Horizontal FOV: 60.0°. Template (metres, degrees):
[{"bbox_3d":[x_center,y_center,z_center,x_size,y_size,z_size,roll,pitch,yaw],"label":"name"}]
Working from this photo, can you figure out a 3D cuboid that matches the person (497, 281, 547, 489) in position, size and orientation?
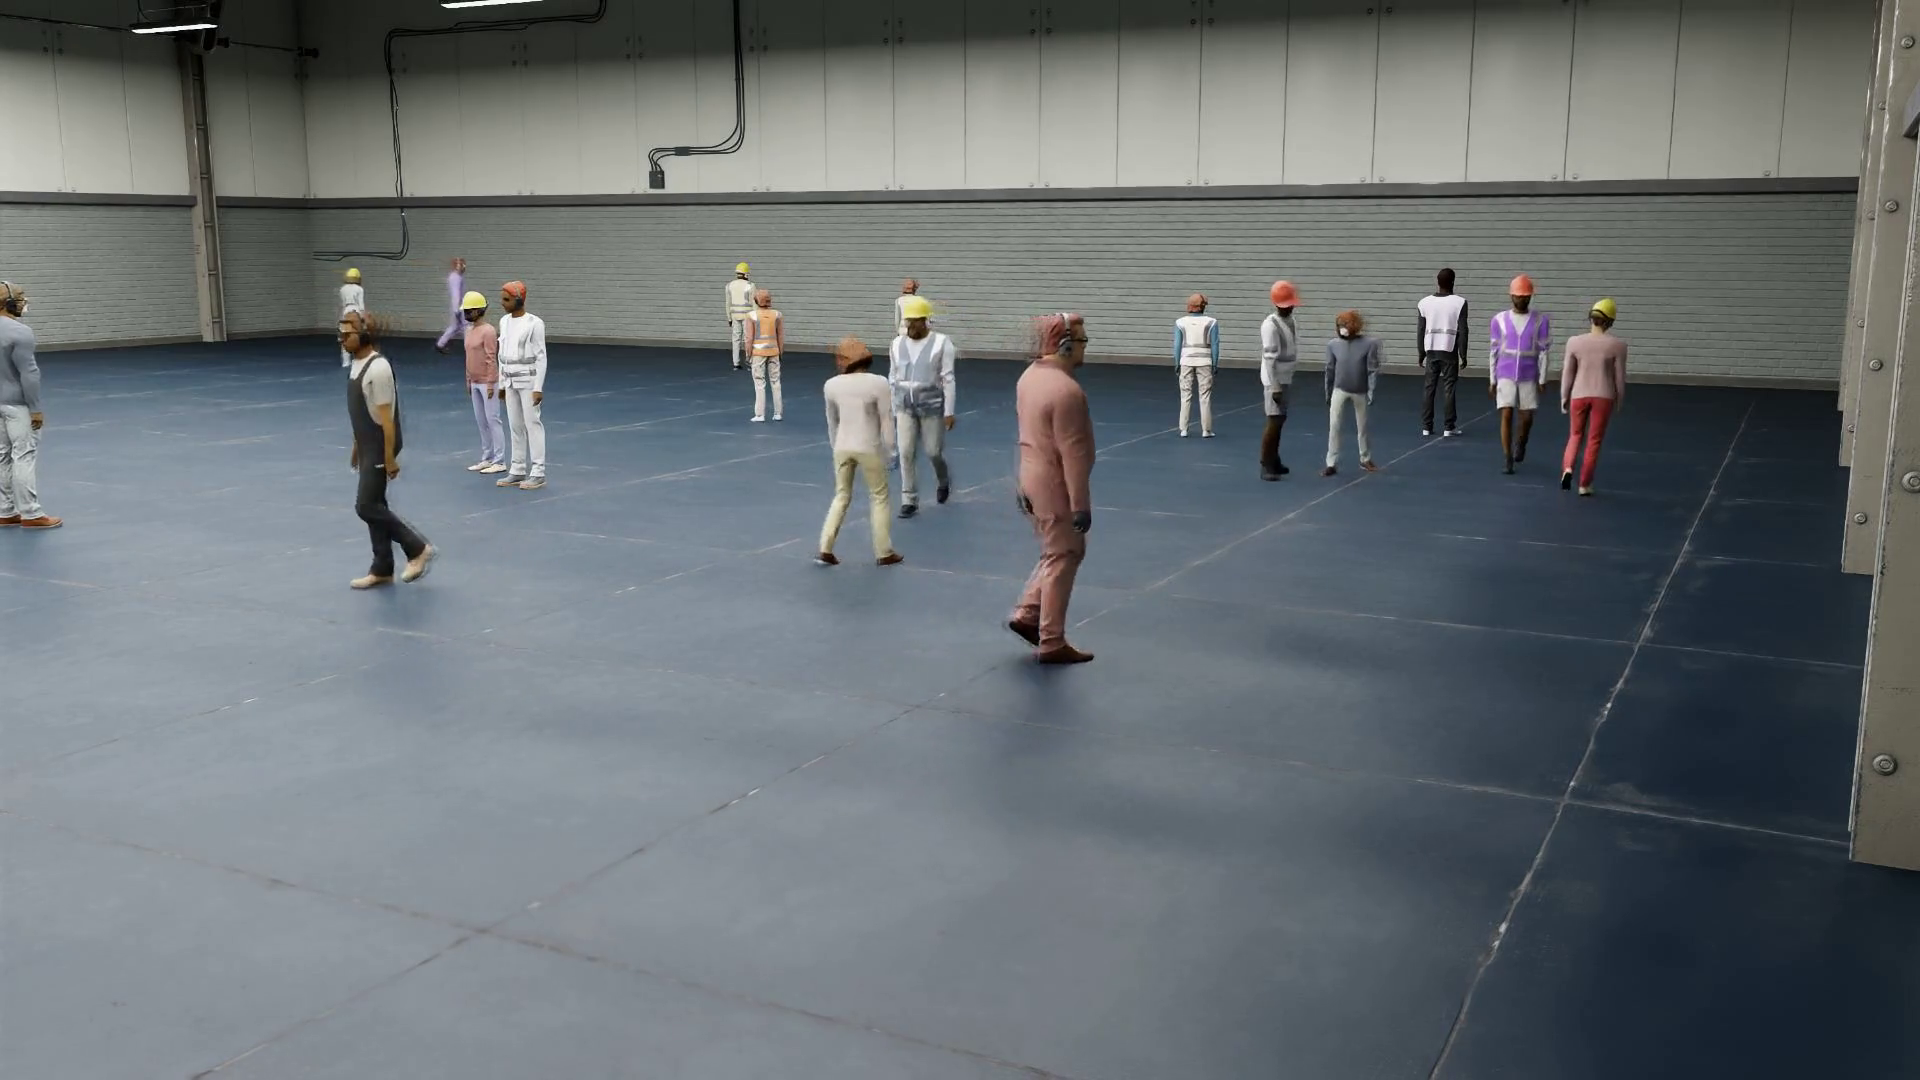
[{"bbox_3d":[-3.994,-1.405,15.126,0.572,1.886,0.354,7,13,35],"label":"person"}]

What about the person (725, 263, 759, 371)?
[{"bbox_3d":[-3.681,-3.794,28.298,0.600,1.831,0.404,4,11,19],"label":"person"}]

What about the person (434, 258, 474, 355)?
[{"bbox_3d":[-9.649,-4.479,31.923,0.881,1.875,0.651,-4,11,-21],"label":"person"}]

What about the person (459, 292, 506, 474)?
[{"bbox_3d":[-4.645,-1.521,16.117,0.346,1.756,0.518,-10,14,-43],"label":"person"}]

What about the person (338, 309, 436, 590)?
[{"bbox_3d":[-3.774,-0.578,10.778,0.447,1.834,0.526,-7,12,-32],"label":"person"}]

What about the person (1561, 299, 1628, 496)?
[{"bbox_3d":[5.585,-1.249,14.676,0.524,1.746,0.391,6,12,30],"label":"person"}]

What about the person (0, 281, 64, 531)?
[{"bbox_3d":[-7.388,-1.038,12.985,0.629,1.939,0.371,6,12,28],"label":"person"}]

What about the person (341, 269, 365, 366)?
[{"bbox_3d":[-10.703,-3.955,29.541,0.493,1.703,0.877,3,11,14],"label":"person"}]

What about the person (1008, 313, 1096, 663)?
[{"bbox_3d":[0.546,-0.265,8.891,0.434,1.889,0.674,-3,11,-15],"label":"person"}]

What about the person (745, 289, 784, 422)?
[{"bbox_3d":[-2.408,-2.266,20.501,0.523,1.636,0.311,-7,12,-33],"label":"person"}]

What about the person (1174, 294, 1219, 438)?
[{"bbox_3d":[2.682,-1.971,18.896,0.514,1.636,0.313,4,11,20],"label":"person"}]

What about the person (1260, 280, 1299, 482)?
[{"bbox_3d":[3.045,-1.496,15.664,0.395,1.891,0.733,7,12,32],"label":"person"}]

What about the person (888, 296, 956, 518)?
[{"bbox_3d":[-0.303,-1.109,13.721,0.602,1.808,0.703,4,11,19],"label":"person"}]

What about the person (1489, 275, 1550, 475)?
[{"bbox_3d":[5.424,-1.613,16.178,0.547,1.919,0.658,3,11,17],"label":"person"}]

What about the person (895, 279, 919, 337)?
[{"bbox_3d":[-0.744,-3.085,24.964,0.514,1.640,0.310,6,12,29],"label":"person"}]

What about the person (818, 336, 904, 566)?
[{"bbox_3d":[-0.693,-0.601,11.504,0.557,1.609,0.450,4,11,23],"label":"person"}]

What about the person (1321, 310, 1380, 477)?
[{"bbox_3d":[3.777,-1.417,16.025,0.517,1.598,0.706,4,11,19],"label":"person"}]

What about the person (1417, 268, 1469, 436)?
[{"bbox_3d":[5.535,-2.151,19.102,0.587,1.920,0.391,7,13,35],"label":"person"}]
